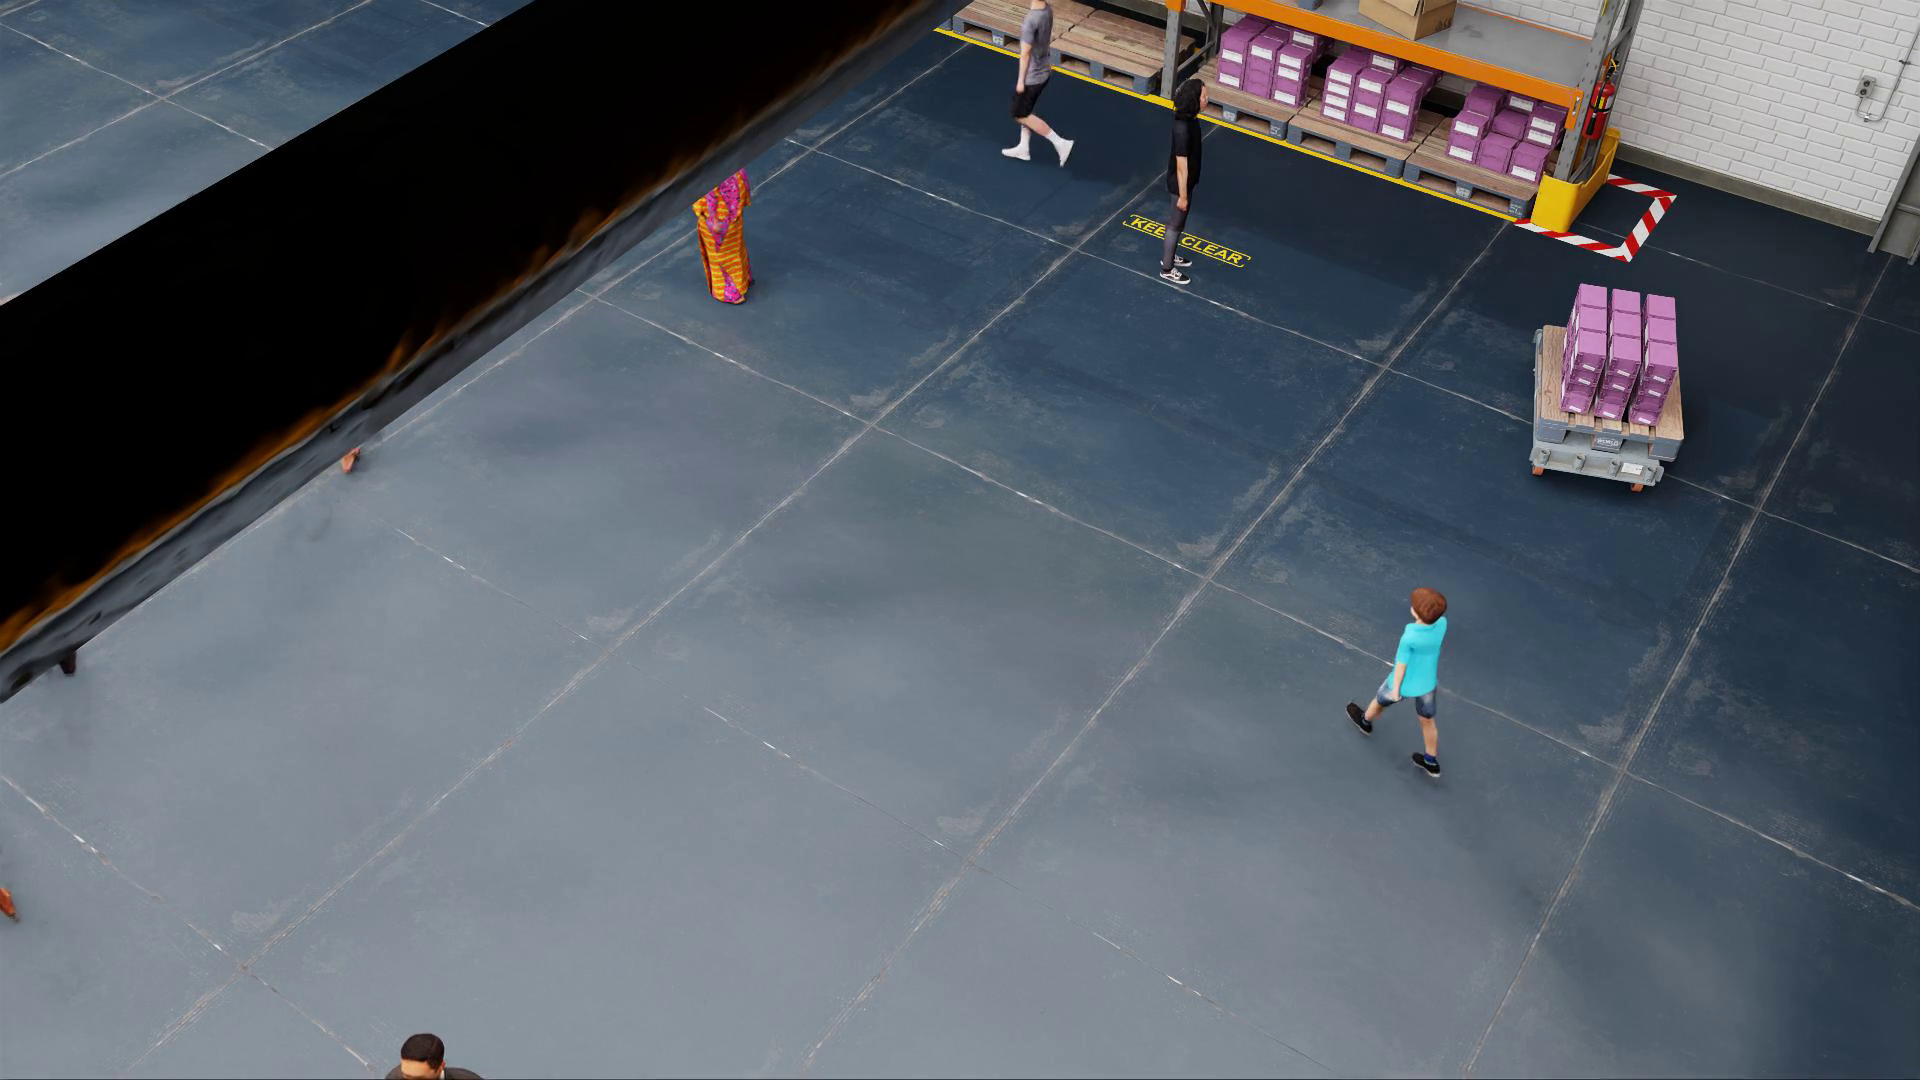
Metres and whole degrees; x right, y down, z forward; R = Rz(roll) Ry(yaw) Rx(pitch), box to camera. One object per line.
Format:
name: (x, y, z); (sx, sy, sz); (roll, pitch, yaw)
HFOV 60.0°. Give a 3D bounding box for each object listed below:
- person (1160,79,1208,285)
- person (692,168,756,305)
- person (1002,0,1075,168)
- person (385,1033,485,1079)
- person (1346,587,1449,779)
person: (1.866, -3.040, 13.983); (0.676, 1.838, 0.708); (7, 44, 8)
person: (-1.956, -2.777, 13.814); (0.775, 1.691, 0.745); (9, 44, 9)
person: (0.746, -4.252, 15.248); (1.021, 1.849, 0.769); (19, 47, 18)
person: (-2.370, 2.850, 7.824); (0.672, 1.805, 0.810); (4, 44, 4)
person: (2.831, 0.879, 10.173); (0.838, 1.418, 1.040); (-19, 47, -19)
